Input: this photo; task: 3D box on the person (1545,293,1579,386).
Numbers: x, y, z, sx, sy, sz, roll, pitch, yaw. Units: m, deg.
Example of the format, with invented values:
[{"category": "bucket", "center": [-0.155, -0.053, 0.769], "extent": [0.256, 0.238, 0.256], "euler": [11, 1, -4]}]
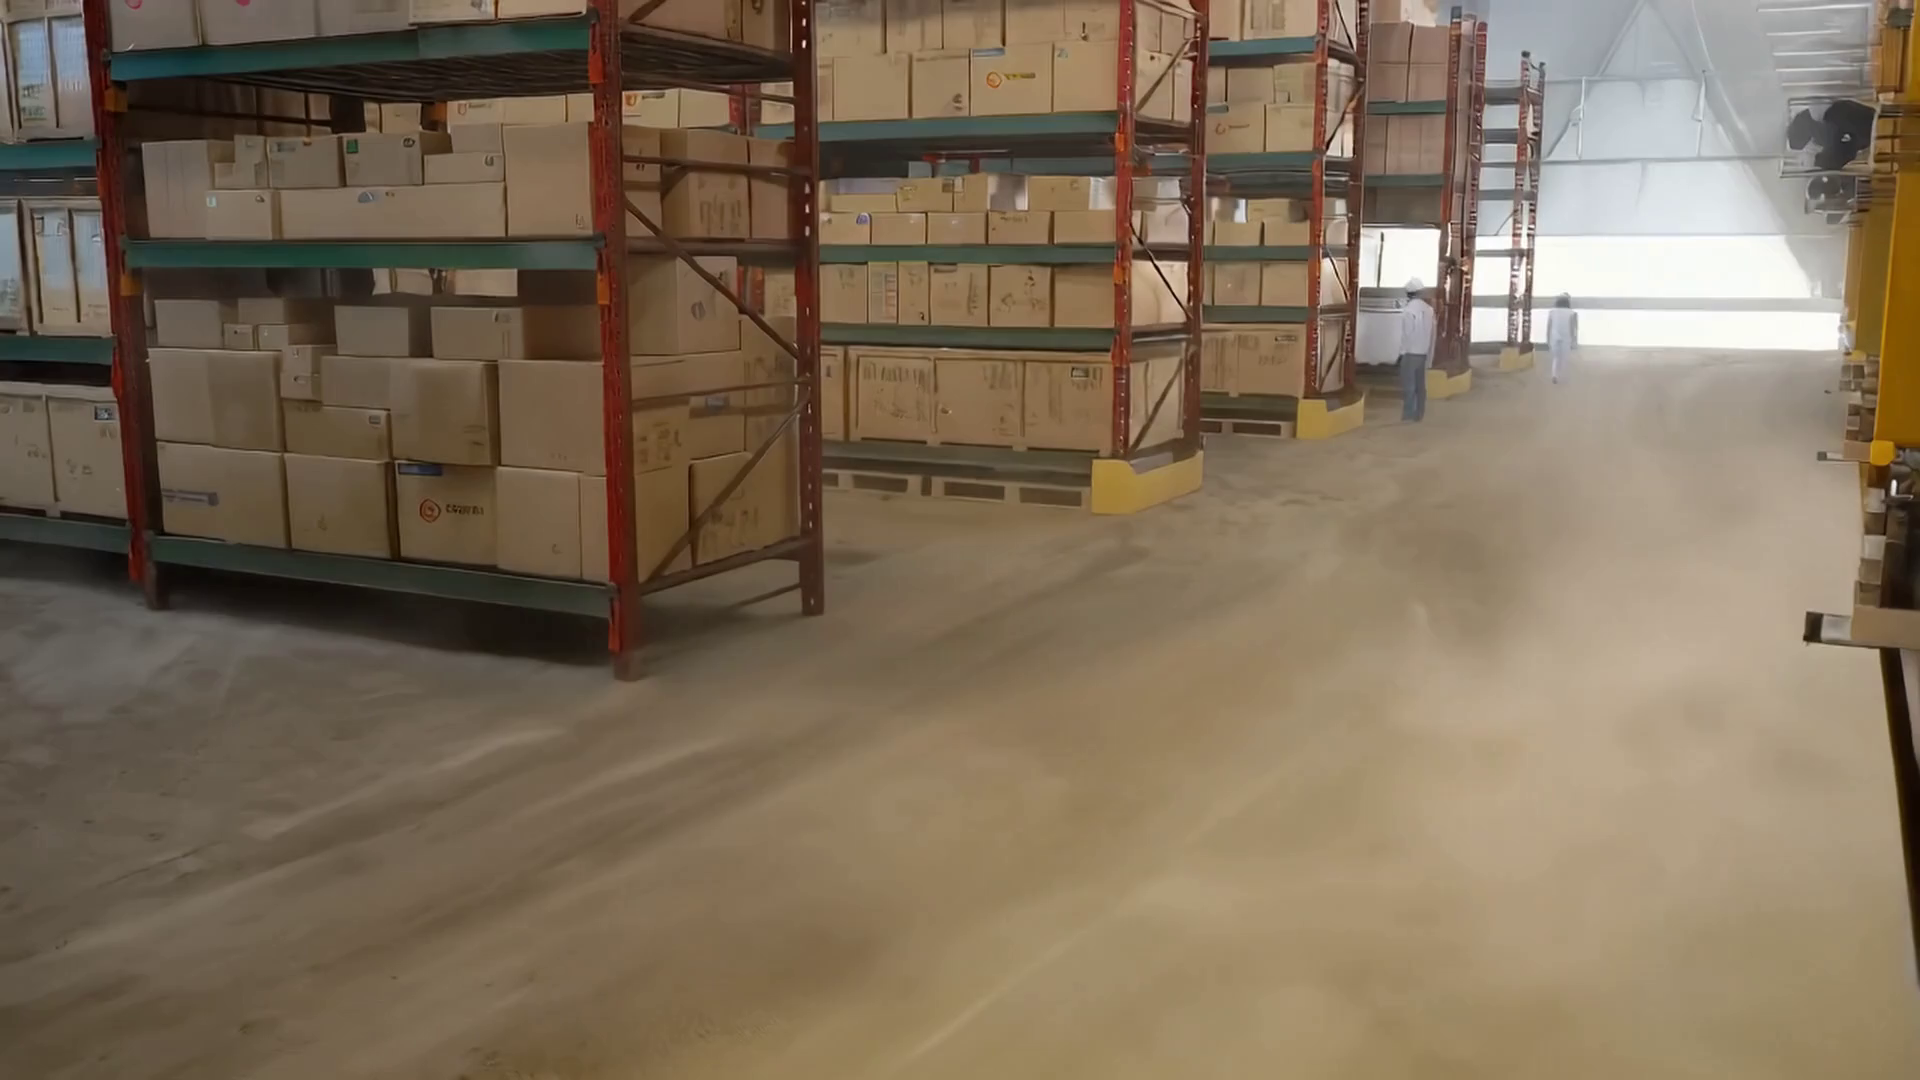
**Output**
[{"category": "person", "center": [10.655, -3.541, 29.396], "extent": [0.541, 1.615, 0.648], "euler": [6, 11, 31]}]

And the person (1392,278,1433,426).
[{"category": "person", "center": [6.130, -2.537, 22.497], "extent": [0.611, 1.995, 0.375], "euler": [-8, 13, -40]}]
